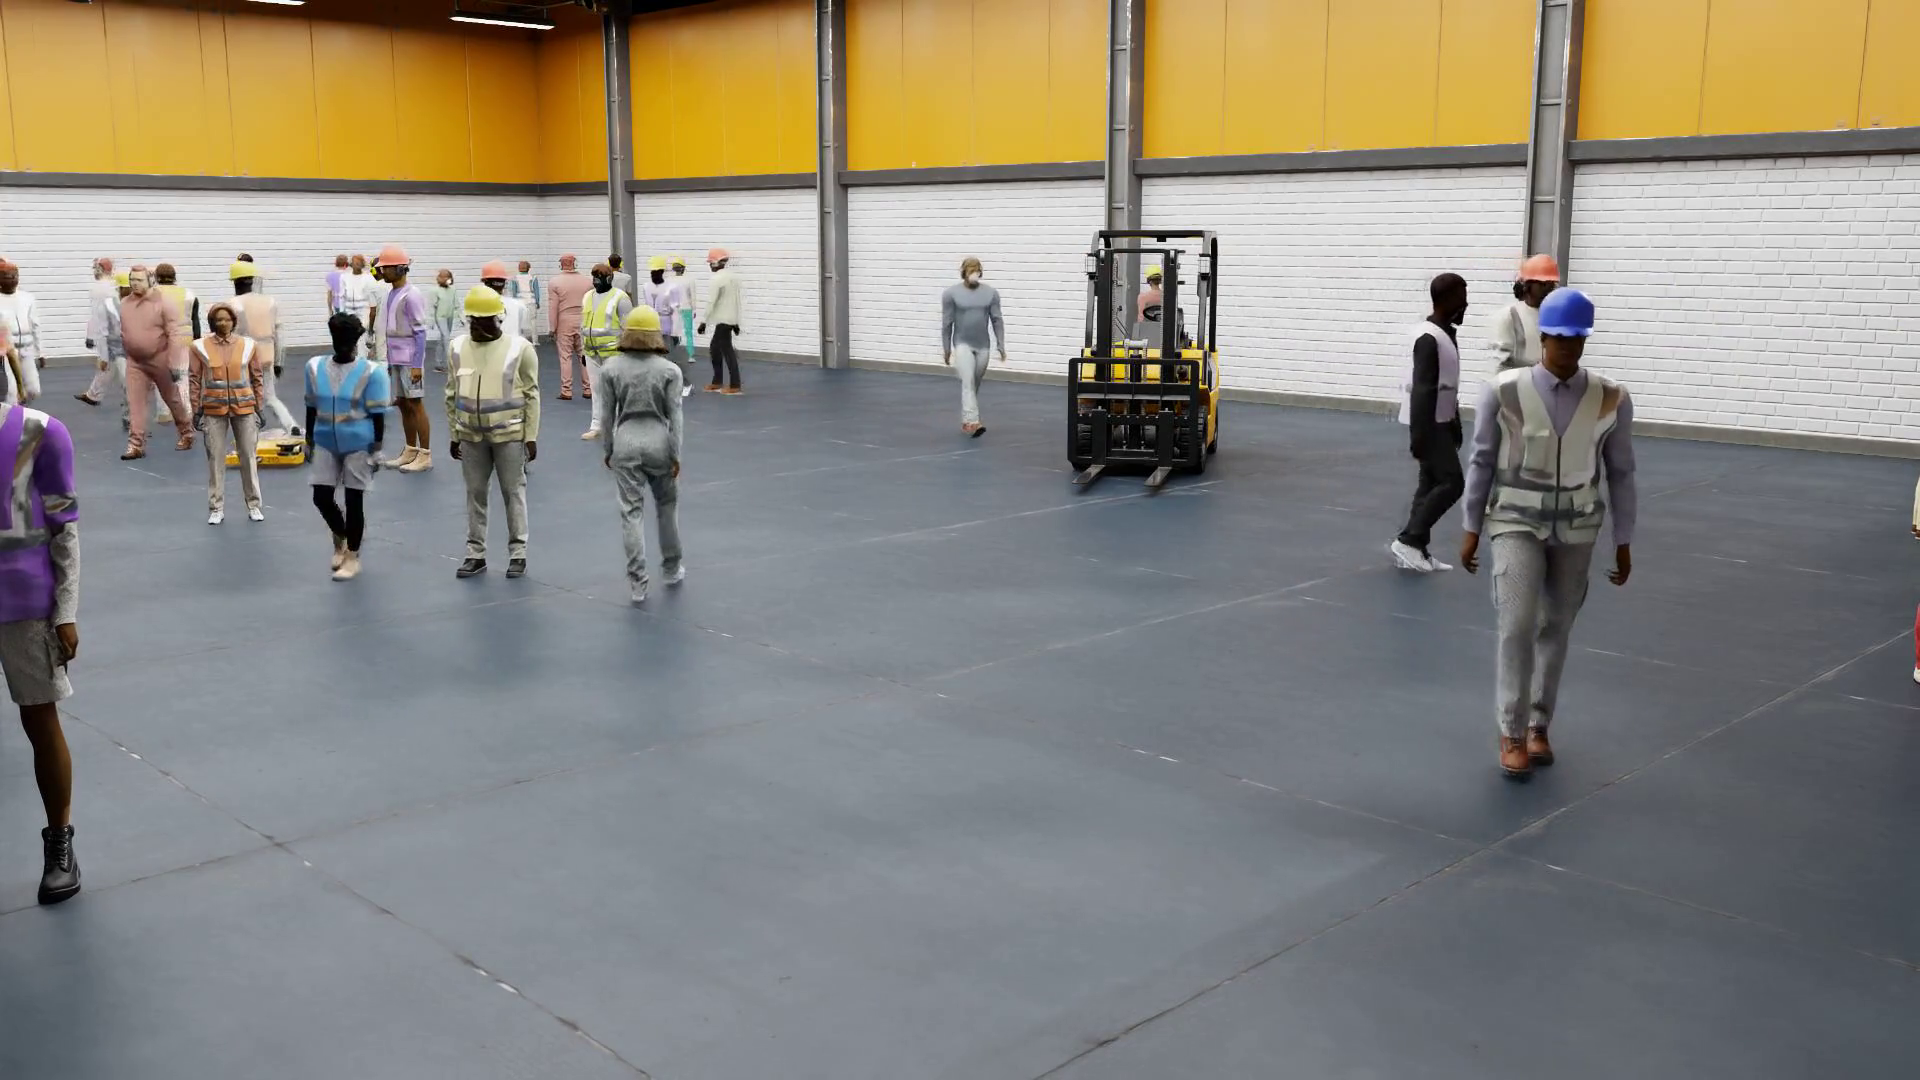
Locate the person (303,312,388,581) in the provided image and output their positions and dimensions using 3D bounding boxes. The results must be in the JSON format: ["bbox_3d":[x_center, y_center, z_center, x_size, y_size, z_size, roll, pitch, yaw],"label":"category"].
[{"bbox_3d":[-3.800,-0.574,10.267,0.575,1.666,0.363,1,10,4],"label":"person"}]

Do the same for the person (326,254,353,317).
[{"bbox_3d":[-10.311,-3.882,27.897,0.586,1.829,0.620,-1,10,-4],"label":"person"}]

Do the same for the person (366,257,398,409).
[{"bbox_3d":[-7.115,-2.552,20.546,0.328,1.865,0.518,6,12,32],"label":"person"}]

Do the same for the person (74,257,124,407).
[{"bbox_3d":[-10.641,-2.575,20.681,0.980,1.850,0.669,0,10,2],"label":"person"}]

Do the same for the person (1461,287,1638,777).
[{"bbox_3d":[2.331,-0.015,6.527,0.645,1.924,0.687,1,10,5],"label":"person"}]

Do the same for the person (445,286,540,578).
[{"bbox_3d":[-2.919,-0.667,10.377,0.592,1.823,0.404,1,10,6],"label":"person"}]

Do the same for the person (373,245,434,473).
[{"bbox_3d":[-5.033,-1.624,14.995,0.393,2.041,0.614,-9,14,-40],"label":"person"}]

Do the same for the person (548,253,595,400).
[{"bbox_3d":[-5.069,-2.777,21.661,0.652,1.903,0.403,-8,13,-37],"label":"person"}]

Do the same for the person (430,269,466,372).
[{"bbox_3d":[-7.929,-3.393,25.839,0.819,1.591,0.505,5,12,27],"label":"person"}]

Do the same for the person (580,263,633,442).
[{"bbox_3d":[-3.699,-1.946,17.296,0.625,1.846,0.429,5,12,27],"label":"person"}]

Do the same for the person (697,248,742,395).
[{"bbox_3d":[-3.259,-2.910,22.233,0.762,1.961,0.611,2,11,10],"label":"person"}]

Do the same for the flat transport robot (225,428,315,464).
[{"bbox_3d":[-6.455,-0.913,15.950,0.652,0.197,1.431,0,10,-2],"label":"flat transport robot"}]

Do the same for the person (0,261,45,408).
[{"bbox_3d":[-9.678,-1.893,16.936,0.629,1.874,0.600,7,12,32],"label":"person"}]

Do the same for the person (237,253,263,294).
[{"bbox_3d":[-10.501,-3.294,24.589,0.310,1.863,0.532,5,11,24],"label":"person"}]

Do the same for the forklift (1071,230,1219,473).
[{"bbox_3d":[1.804,-1.825,15.677,1.214,2.155,2.313,2,11,13],"label":"forklift"}]

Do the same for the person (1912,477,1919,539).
[{"bbox_3d":[6.918,-0.805,11.675,0.279,1.624,0.494,4,11,19],"label":"person"}]

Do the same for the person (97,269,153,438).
[{"bbox_3d":[-8.899,-2.006,17.824,0.952,1.779,0.596,9,14,41],"label":"person"}]

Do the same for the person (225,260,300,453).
[{"bbox_3d":[-6.714,-1.724,15.958,0.764,1.898,0.608,6,12,31],"label":"person"}]

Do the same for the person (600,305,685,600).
[{"bbox_3d":[-1.883,-0.534,9.946,0.504,1.712,0.799,-1,10,-4],"label":"person"}]

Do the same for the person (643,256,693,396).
[{"bbox_3d":[-3.856,-2.780,21.770,0.596,1.879,0.991,5,11,24],"label":"person"}]

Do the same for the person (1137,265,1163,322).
[{"bbox_3d":[2.405,-2.517,20.627,0.527,1.765,0.328,-5,12,-26],"label":"person"}]

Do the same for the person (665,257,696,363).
[{"bbox_3d":[-4.664,-3.828,27.787,0.523,1.761,0.328,-2,11,-9],"label":"person"}]

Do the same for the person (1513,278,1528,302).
[{"bbox_3d":[5.930,-1.937,17.669,0.321,1.689,0.529,5,11,24],"label":"person"}]

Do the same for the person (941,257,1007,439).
[{"bbox_3d":[0.160,-2.017,17.543,0.652,1.887,1.005,-3,11,-17],"label":"person"}]

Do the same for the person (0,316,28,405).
[{"bbox_3d":[-7.988,-1.236,13.589,0.531,1.804,0.973,-2,11,-11],"label":"person"}]

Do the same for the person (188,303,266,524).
[{"bbox_3d":[-5.435,-0.939,12.366,0.522,1.637,0.306,-5,12,-26],"label":"person"}]

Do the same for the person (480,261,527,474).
[{"bbox_3d":[-4.200,-1.563,15.068,0.544,1.883,0.982,-8,13,-38],"label":"person"}]

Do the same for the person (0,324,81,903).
[{"bbox_3d":[-3.078,0.211,5.275,0.544,1.938,0.356,-3,11,-14],"label":"person"}]

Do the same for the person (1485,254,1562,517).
[{"bbox_3d":[4.143,-1.104,12.286,0.625,2.012,0.996,-3,11,-14],"label":"person"}]

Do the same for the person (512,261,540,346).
[{"bbox_3d":[-8.345,-4.541,32.006,0.512,1.639,0.311,0,10,-3],"label":"person"}]

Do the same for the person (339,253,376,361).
[{"bbox_3d":[-9.262,-3.493,25.684,0.590,1.864,0.704,1,10,4],"label":"person"}]

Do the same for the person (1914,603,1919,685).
[{"bbox_3d":[4.759,-0.160,7.768,0.522,1.769,0.311,-2,11,-13],"label":"person"}]

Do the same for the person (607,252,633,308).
[{"bbox_3d":[-5.180,-3.397,25.132,0.512,1.872,0.328,-4,11,-19],"label":"person"}]

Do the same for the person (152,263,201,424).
[{"bbox_3d":[-8.909,-2.199,18.739,0.651,1.818,0.703,-9,13,-39],"label":"person"}]

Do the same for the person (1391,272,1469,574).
[{"bbox_3d":[2.995,-0.707,10.460,0.455,1.880,0.600,4,11,22],"label":"person"}]

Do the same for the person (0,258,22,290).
[{"bbox_3d":[-13.662,-3.109,23.664,0.636,1.827,0.529,-7,12,-33],"label":"person"}]

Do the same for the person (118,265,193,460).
[{"bbox_3d":[-7.832,-1.740,16.160,0.650,1.858,1.035,1,10,5],"label":"person"}]
